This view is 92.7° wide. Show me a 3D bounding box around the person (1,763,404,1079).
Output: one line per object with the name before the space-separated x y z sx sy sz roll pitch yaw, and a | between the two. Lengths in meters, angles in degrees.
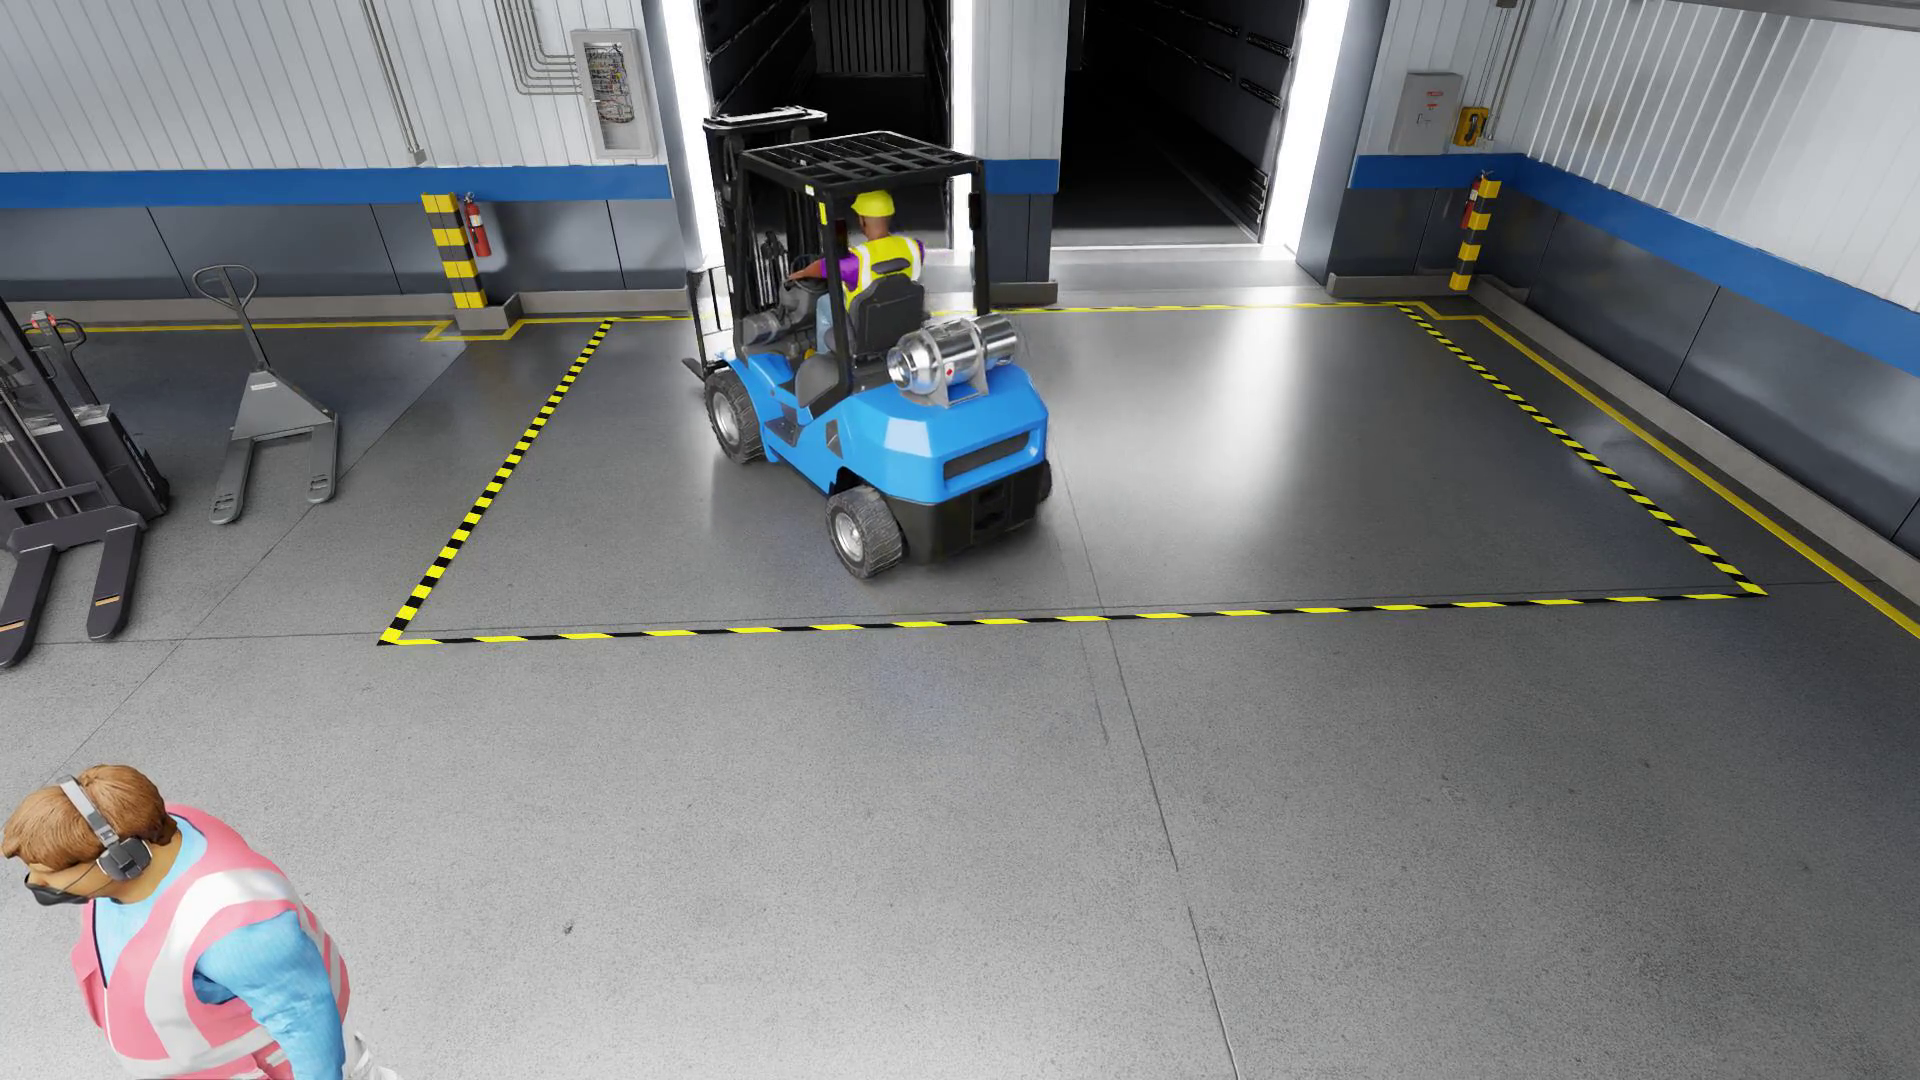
person | -1.784 1.245 2.336 0.621 1.845 0.430 19 39 25

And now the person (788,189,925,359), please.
person | -0.656 -1.556 5.588 0.635 1.293 1.004 -23 41 -30

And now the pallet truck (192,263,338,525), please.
pallet truck | -4.778 -1.027 6.128 0.680 1.201 1.601 -17 38 -23

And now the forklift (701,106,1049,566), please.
forklift | -0.626 -1.373 5.652 1.157 2.036 2.680 -23 41 -30

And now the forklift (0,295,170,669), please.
forklift | -5.212 -0.618 4.878 0.823 1.965 1.885 -20 39 -26
